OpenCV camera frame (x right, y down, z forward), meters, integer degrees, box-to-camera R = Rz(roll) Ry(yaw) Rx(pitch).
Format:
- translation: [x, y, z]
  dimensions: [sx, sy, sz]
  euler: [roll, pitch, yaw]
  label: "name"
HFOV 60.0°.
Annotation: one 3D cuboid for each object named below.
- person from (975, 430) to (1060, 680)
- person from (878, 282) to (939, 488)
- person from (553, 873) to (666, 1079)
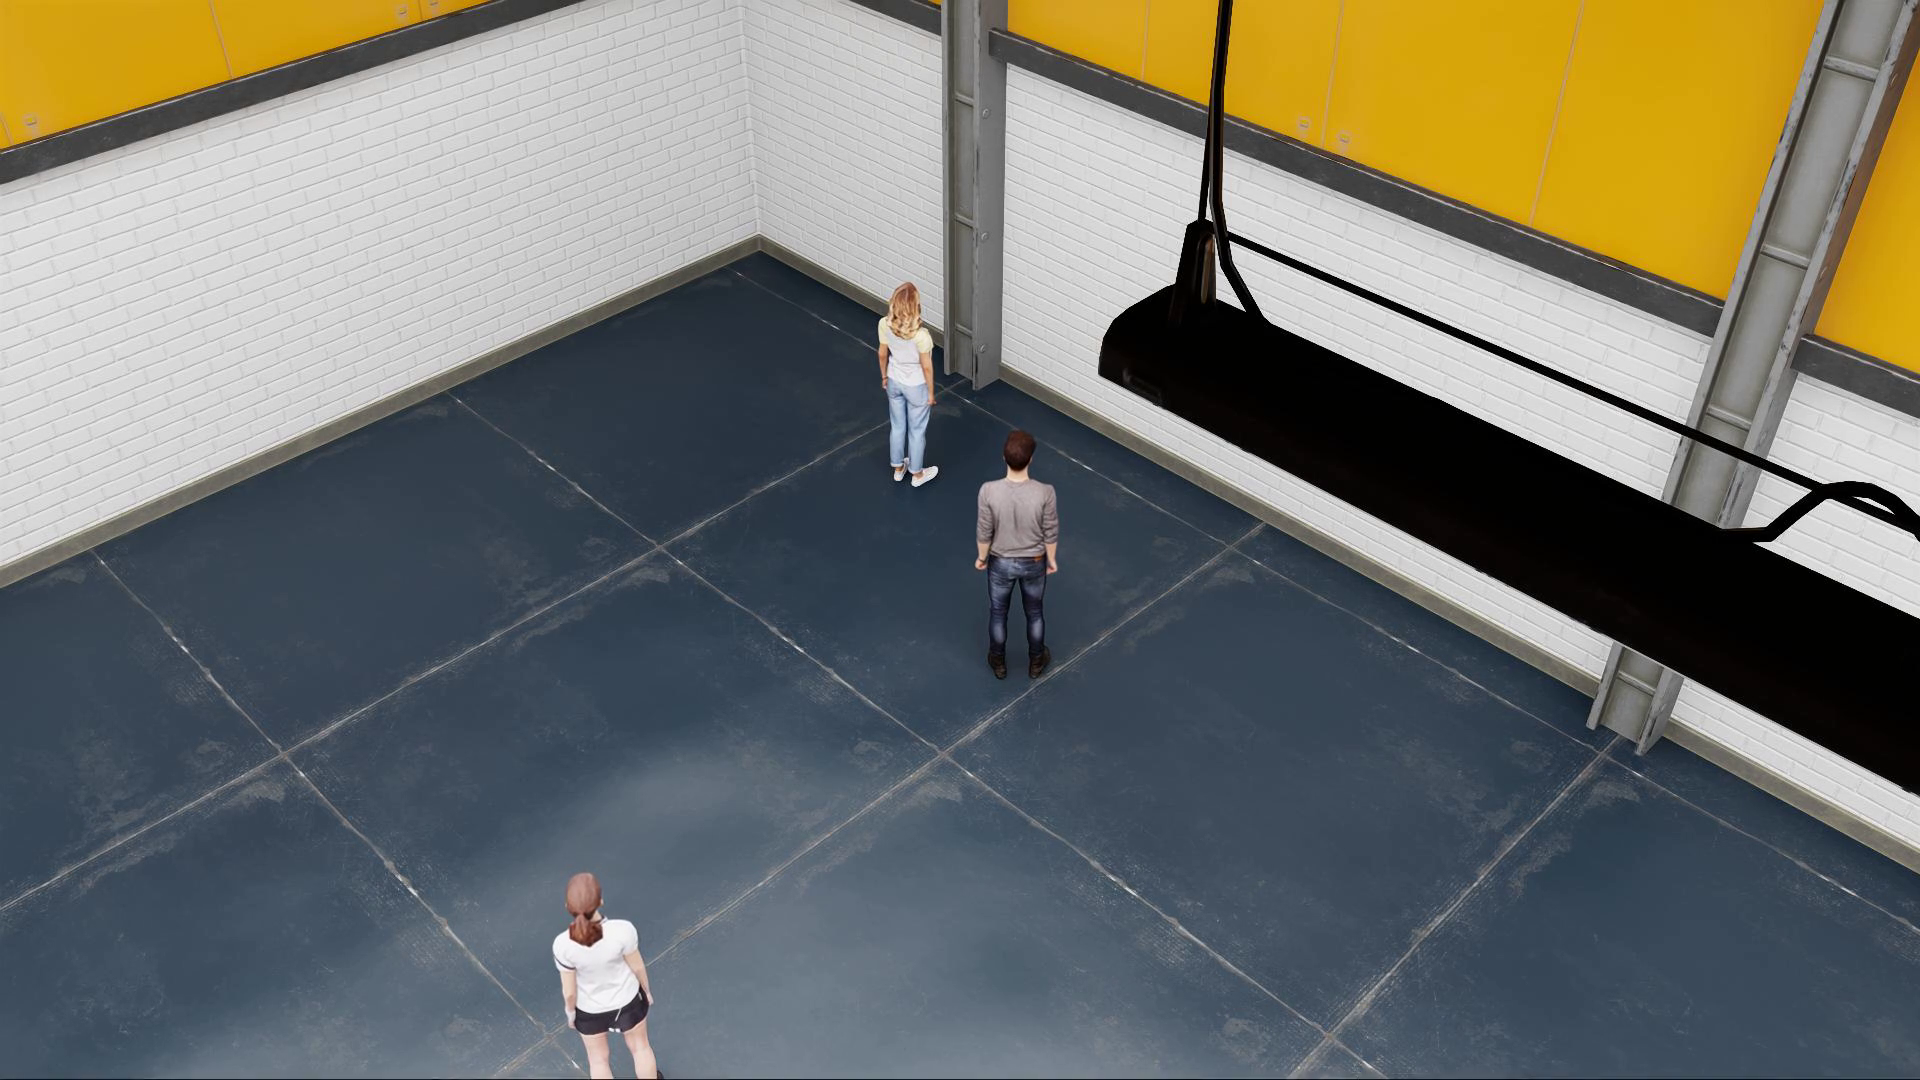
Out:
- translation: [0.369, 0.127, 10.730]
  dimensions: [0.762, 1.905, 0.833]
  euler: [2, 39, 2]
  label: "person"
- translation: [-0.390, -1.161, 12.488]
  dimensions: [0.570, 1.723, 0.741]
  euler: [20, 43, 23]
  label: "person"
- translation: [-1.734, 2.271, 8.169]
  dimensions: [0.655, 1.750, 0.664]
  euler: [-12, 40, -14]
  label: "person"
